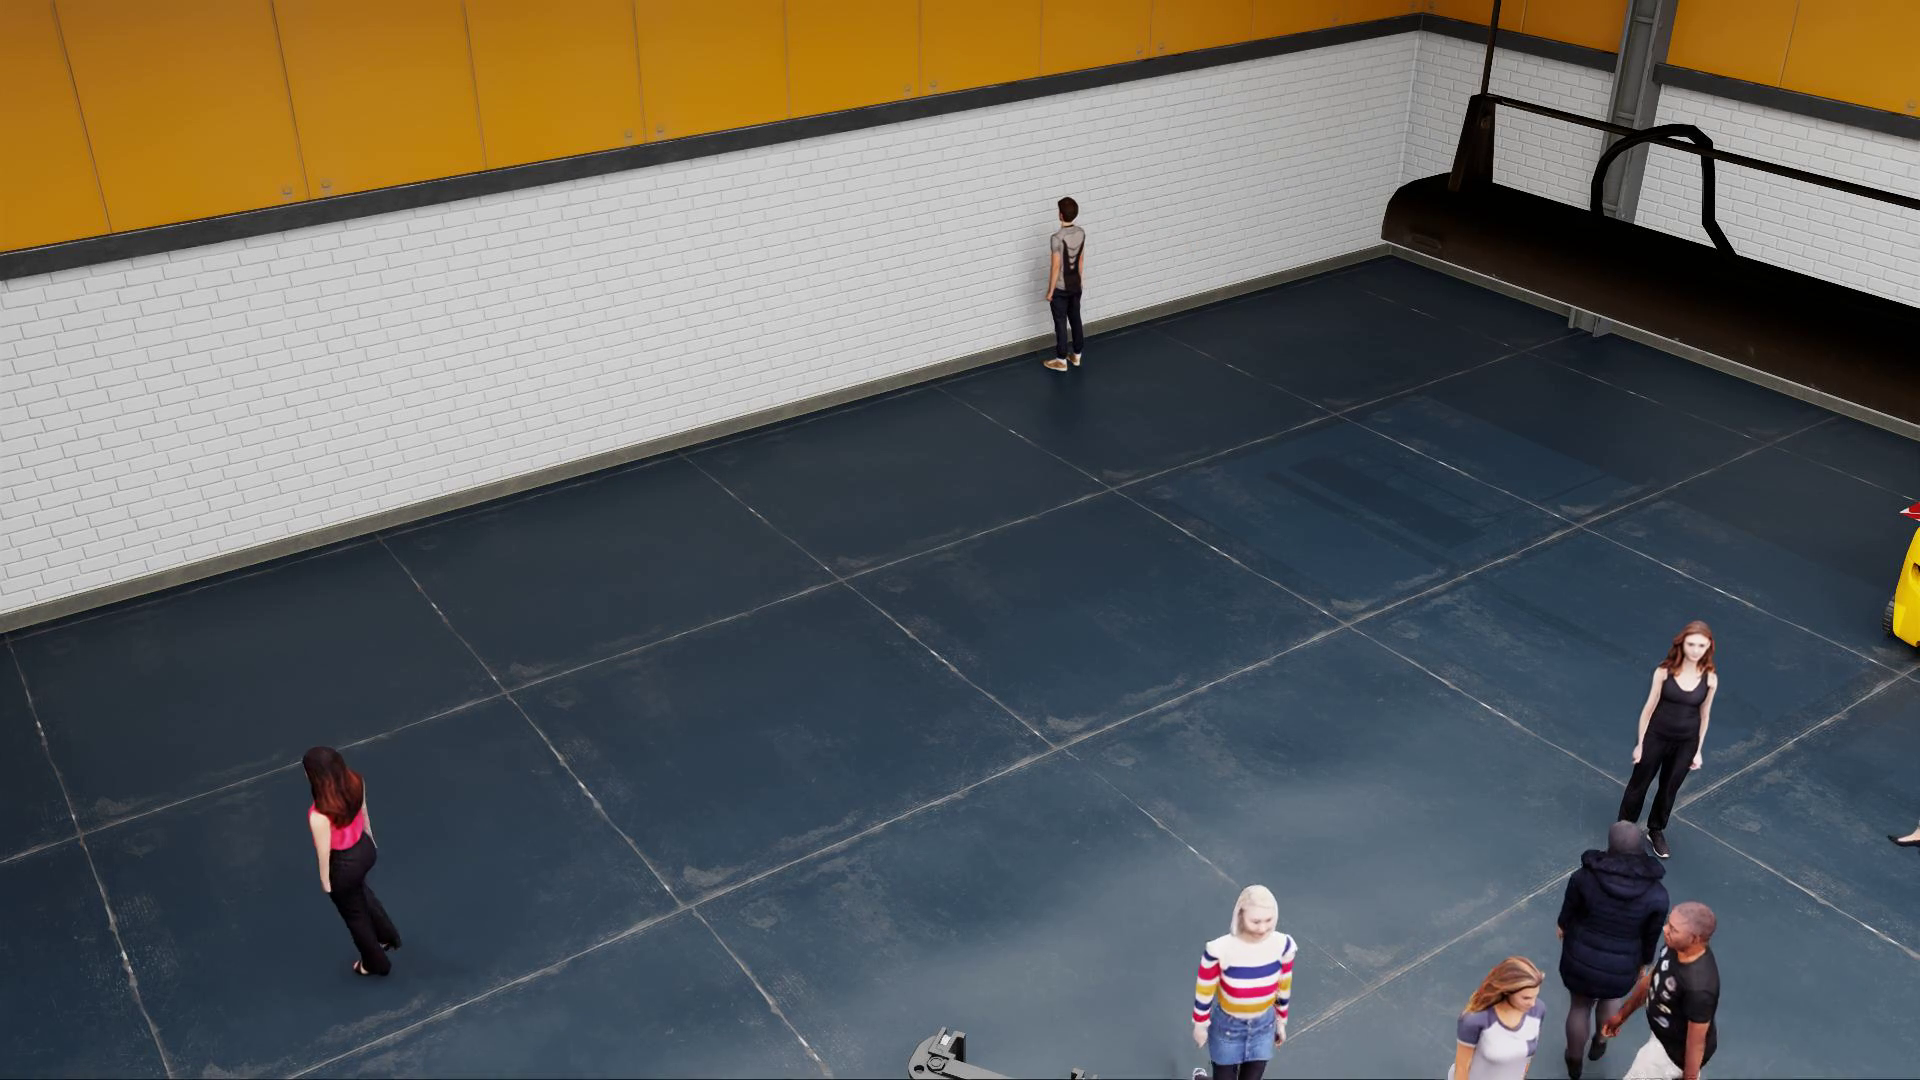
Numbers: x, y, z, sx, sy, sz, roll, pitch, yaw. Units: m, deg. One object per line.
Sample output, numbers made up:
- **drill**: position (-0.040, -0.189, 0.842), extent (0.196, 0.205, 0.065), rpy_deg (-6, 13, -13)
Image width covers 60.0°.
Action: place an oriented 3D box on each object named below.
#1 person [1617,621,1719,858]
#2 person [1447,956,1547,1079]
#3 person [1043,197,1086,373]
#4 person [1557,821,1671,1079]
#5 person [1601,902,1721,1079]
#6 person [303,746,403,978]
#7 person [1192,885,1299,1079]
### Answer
- **person**: position (4.565, 1.267, 10.703), extent (0.651, 1.747, 0.710), rpy_deg (5, 29, 9)
- **person**: position (2.556, 2.645, 8.214), extent (0.736, 1.711, 0.766), rpy_deg (-2, 29, -3)
- **person**: position (1.145, -2.757, 17.930), extent (0.673, 1.891, 0.559), rpy_deg (-22, 36, -35)
- **person**: position (3.461, 2.271, 8.958), extent (0.789, 1.656, 0.863), rpy_deg (9, 30, 15)
- **person**: position (3.671, 2.558, 8.322), extent (1.216, 1.762, 1.088), rpy_deg (8, 30, 14)
- **person**: position (-3.483, 1.888, 9.669), extent (0.787, 1.648, 0.730), rpy_deg (7, 29, 12)
- **person**: position (1.412, 2.436, 8.505), extent (0.820, 1.801, 0.919), rpy_deg (-6, 29, -11)
